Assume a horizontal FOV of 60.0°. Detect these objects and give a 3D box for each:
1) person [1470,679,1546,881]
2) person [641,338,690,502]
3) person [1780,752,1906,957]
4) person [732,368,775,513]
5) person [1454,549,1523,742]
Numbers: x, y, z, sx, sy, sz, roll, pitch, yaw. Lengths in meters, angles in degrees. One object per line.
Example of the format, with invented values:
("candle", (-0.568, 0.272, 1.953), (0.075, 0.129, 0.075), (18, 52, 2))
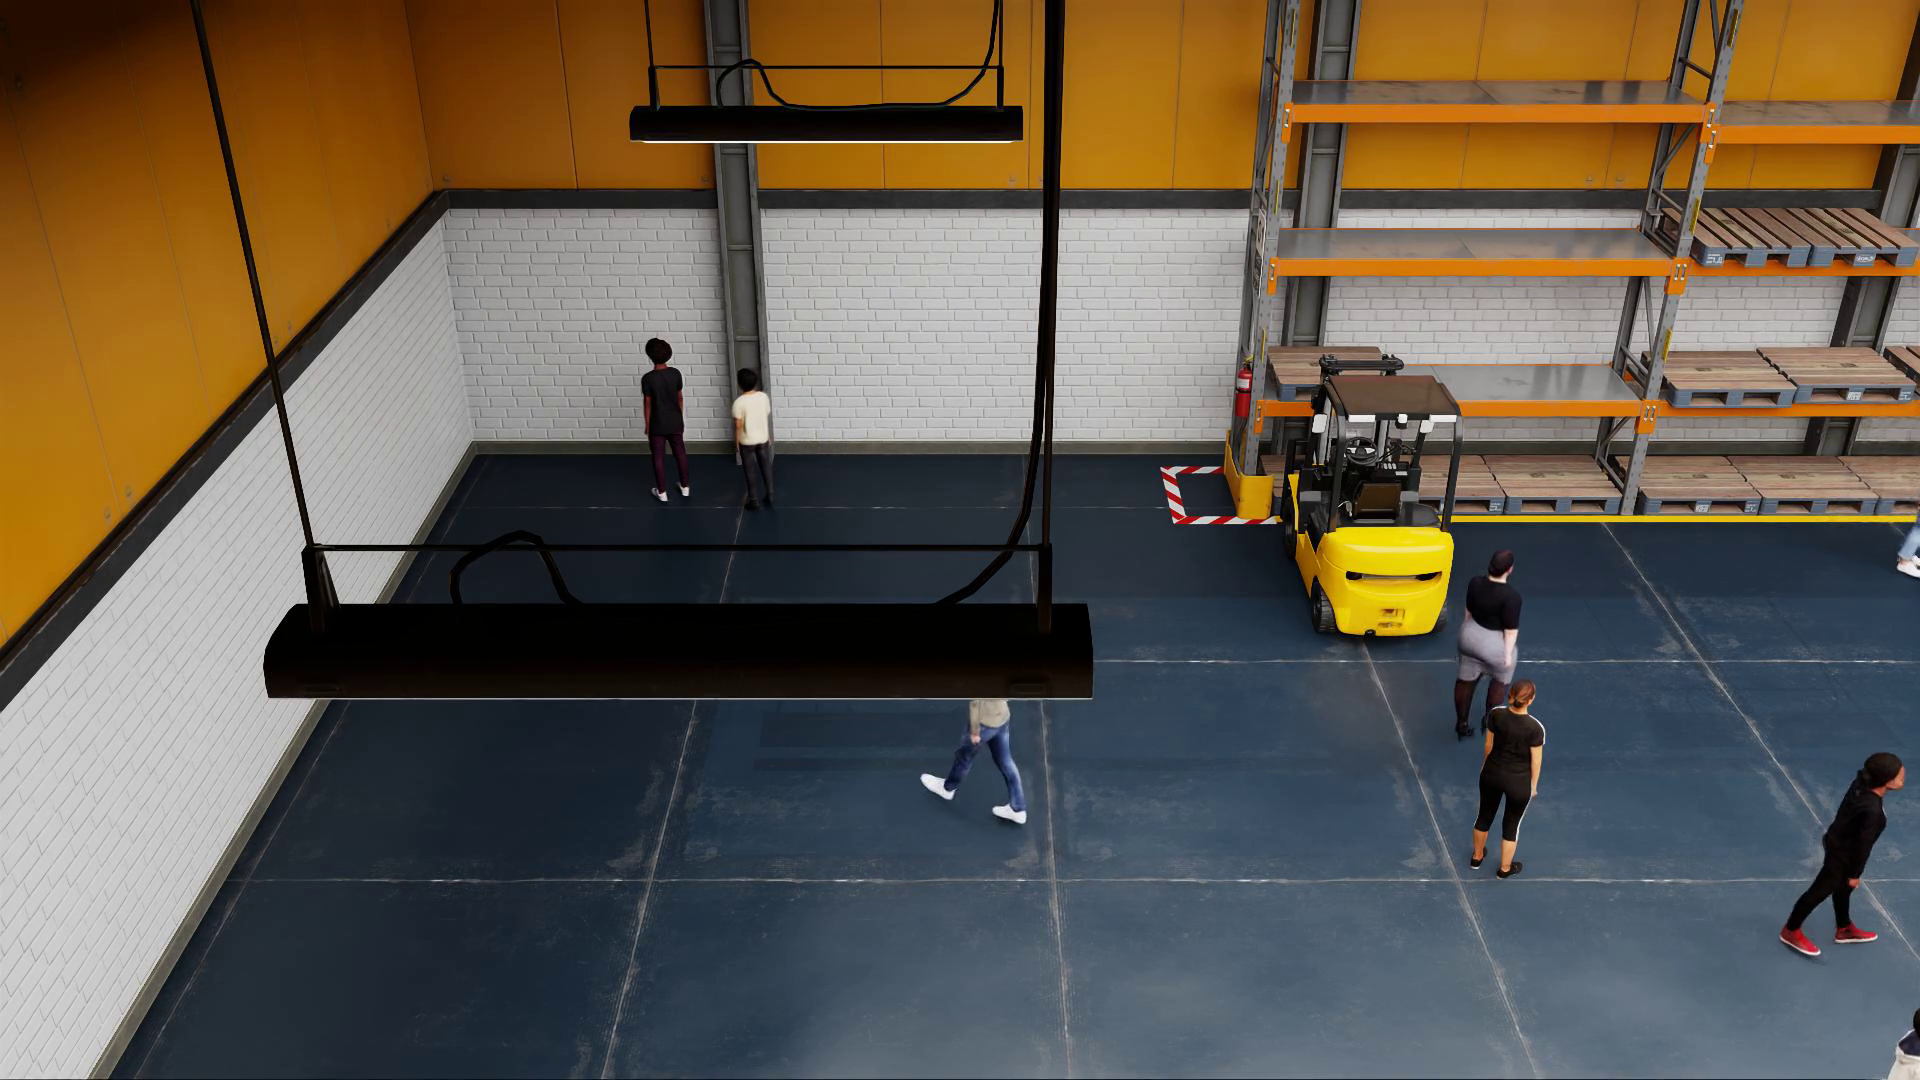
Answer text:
("person", (3.981, 1.722, 12.091), (0.651, 1.669, 0.725), (22, 36, 35))
("person", (-3.101, -1.268, 17.455), (0.682, 1.782, 0.765), (-20, 34, -32))
("person", (5.982, 2.129, 11.360), (0.937, 1.655, 0.778), (12, 31, 20))
("person", (-2.138, -1.032, 17.228), (0.611, 1.585, 0.711), (-19, 34, -31))
("person", (4.226, 0.902, 13.521), (0.855, 1.741, 0.805), (-22, 36, -35))
